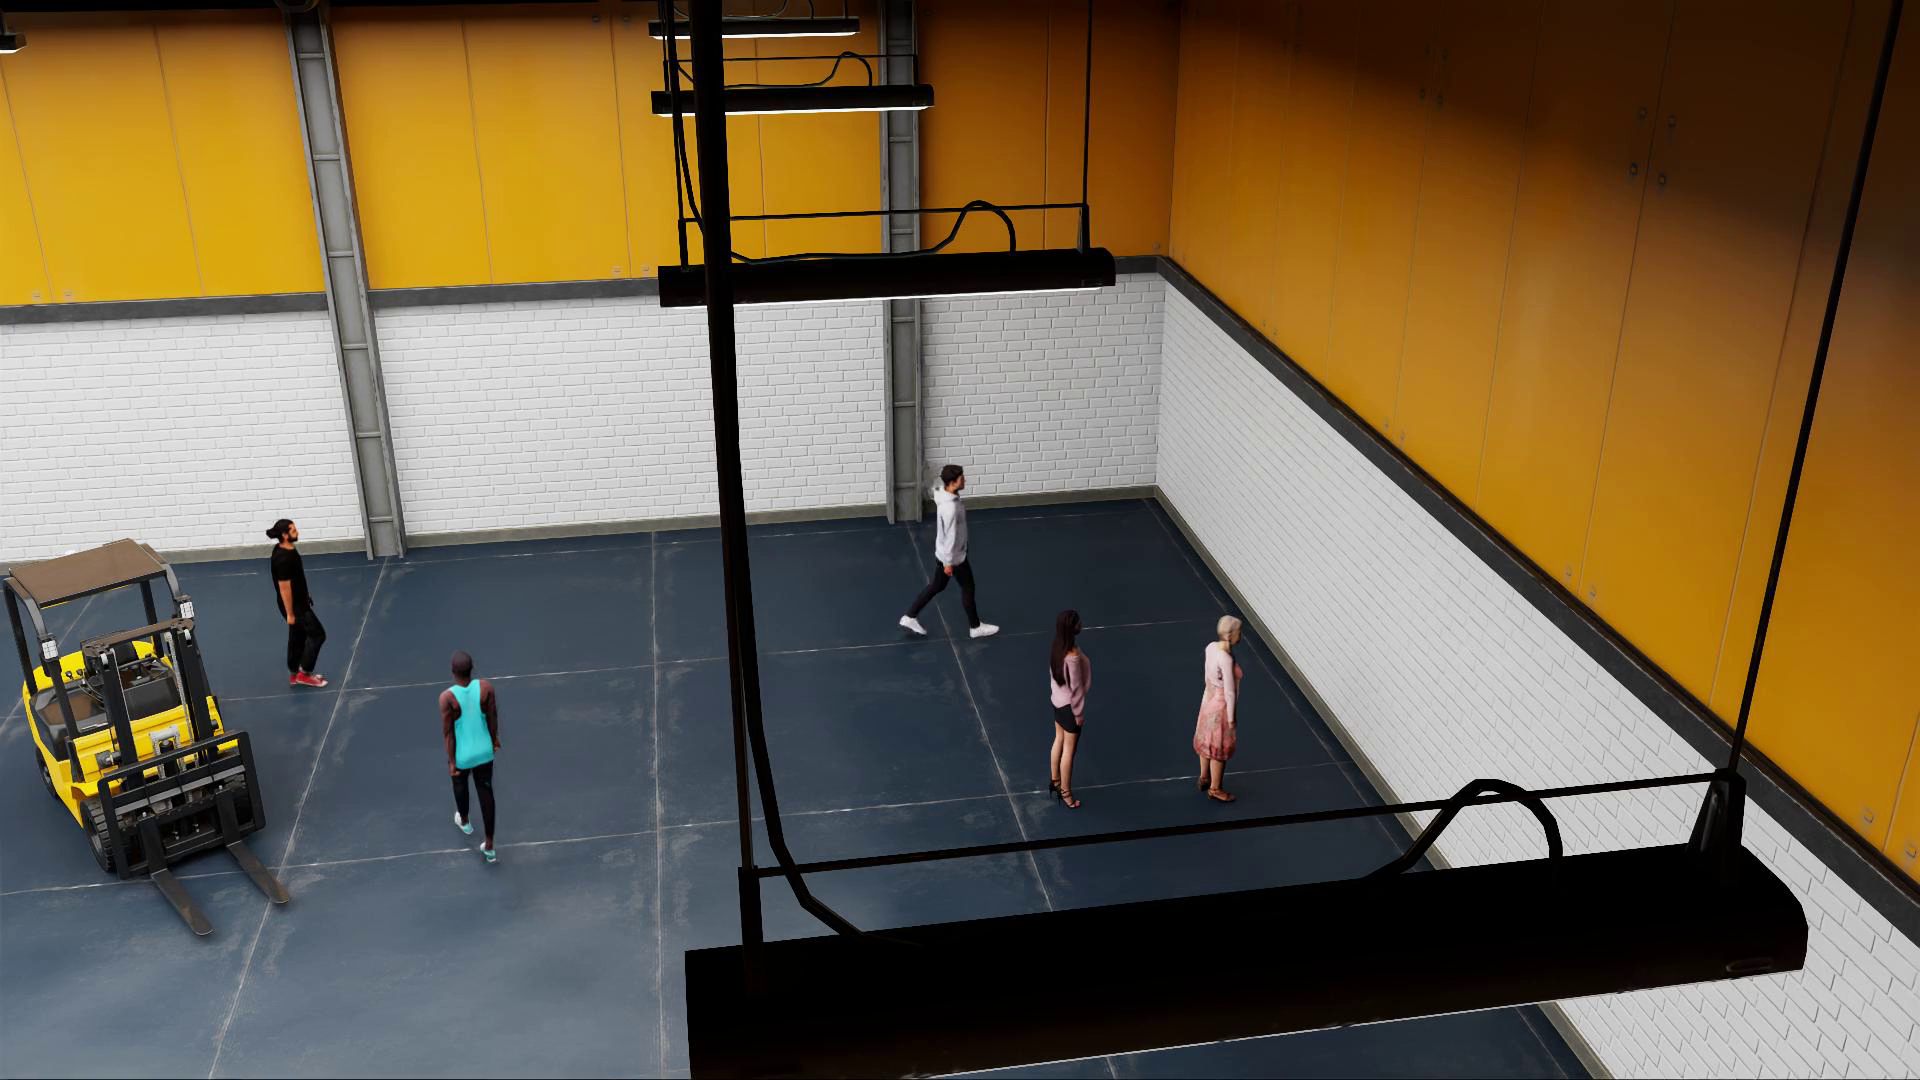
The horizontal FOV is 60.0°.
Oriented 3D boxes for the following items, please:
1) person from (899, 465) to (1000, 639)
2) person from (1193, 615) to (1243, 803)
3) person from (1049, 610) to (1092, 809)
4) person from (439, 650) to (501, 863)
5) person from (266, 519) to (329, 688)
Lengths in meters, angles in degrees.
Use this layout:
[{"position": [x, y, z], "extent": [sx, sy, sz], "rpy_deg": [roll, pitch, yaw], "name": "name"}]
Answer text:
[{"position": [-0.188, 0.143, 16.781], "extent": [1.241, 1.888, 0.683], "rpy_deg": [-3, 24, -8], "name": "person"}, {"position": [2.196, 1.420, 14.099], "extent": [0.599, 1.697, 0.617], "rpy_deg": [-7, 25, -16], "name": "person"}, {"position": [0.897, 1.412, 13.975], "extent": [0.574, 1.811, 0.649], "rpy_deg": [-8, 25, -17], "name": "person"}, {"position": [-3.851, 1.754, 13.232], "extent": [1.026, 1.780, 0.923], "rpy_deg": [-14, 27, -28], "name": "person"}, {"position": [-6.427, 0.628, 15.851], "extent": [0.696, 1.744, 0.701], "rpy_deg": [-10, 26, -22], "name": "person"}]
